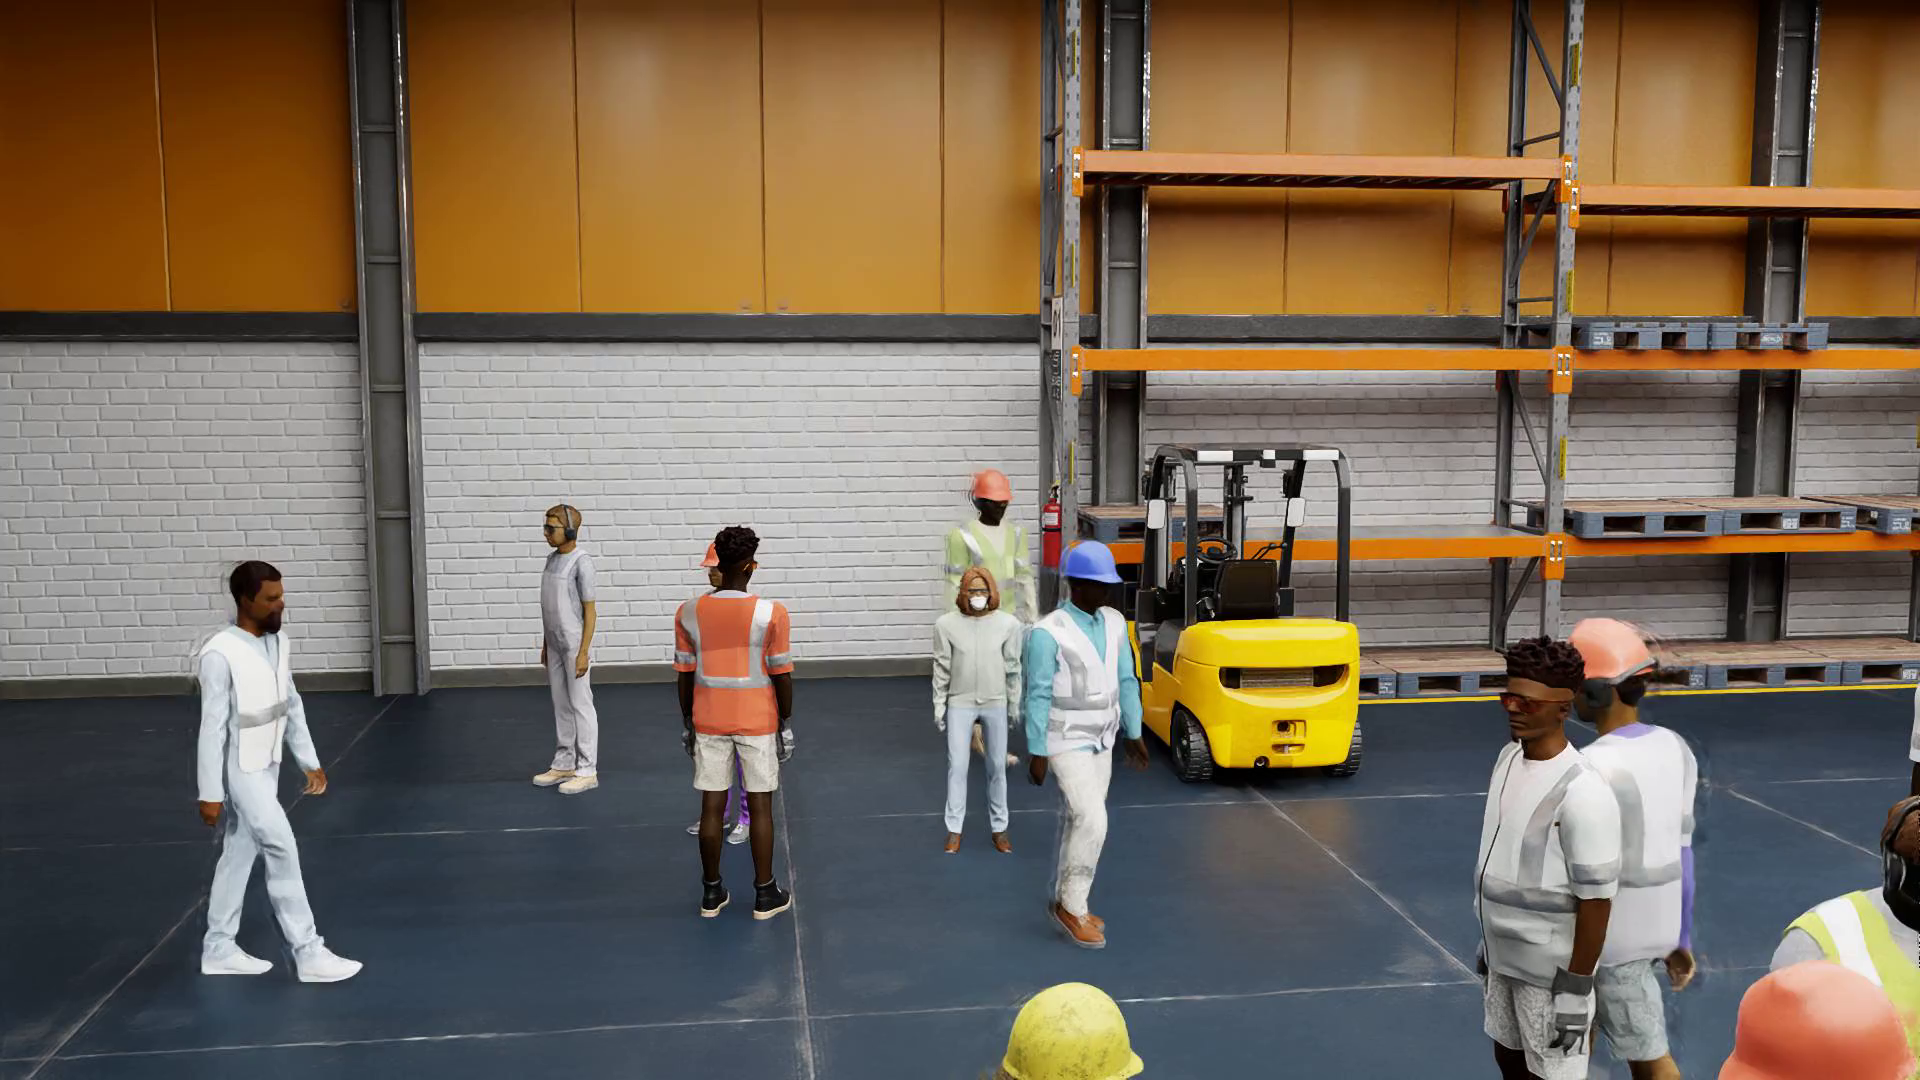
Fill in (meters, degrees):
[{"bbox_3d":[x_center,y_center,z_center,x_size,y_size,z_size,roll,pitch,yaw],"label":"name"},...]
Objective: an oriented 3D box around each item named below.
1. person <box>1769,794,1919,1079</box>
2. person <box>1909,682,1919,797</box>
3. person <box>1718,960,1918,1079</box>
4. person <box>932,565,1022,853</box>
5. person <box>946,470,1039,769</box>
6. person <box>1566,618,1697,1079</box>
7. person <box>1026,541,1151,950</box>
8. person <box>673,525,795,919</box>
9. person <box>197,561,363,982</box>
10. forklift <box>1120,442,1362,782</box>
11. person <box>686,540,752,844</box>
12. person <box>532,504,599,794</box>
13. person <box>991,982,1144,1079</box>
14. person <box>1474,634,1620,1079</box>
[{"bbox_3d":[2.155,1.475,3.769,0.627,1.843,0.429,0,7,-1],"label":"person"},{"bbox_3d":[3.938,1.120,6.336,0.606,1.966,0.367,1,7,8],"label":"person"},{"bbox_3d":[1.398,1.581,2.722,1.038,1.870,0.556,-3,7,-26],"label":"person"},{"bbox_3d":[0.097,0.948,9.330,0.502,1.627,0.272,0,7,-2],"label":"person"},{"bbox_3d":[0.284,0.538,11.264,0.612,2.012,0.891,-5,8,-36],"label":"person"},{"bbox_3d":[2.055,1.237,5.268,0.630,1.981,1.096,-6,9,-41],"label":"person"},{"bbox_3d":[0.626,0.962,7.906,0.612,1.926,0.616,6,9,41],"label":"person"},{"bbox_3d":[-1.106,0.901,8.254,0.608,1.965,0.365,1,7,10],"label":"person"},{"bbox_3d":[-3.025,1.033,7.407,0.891,1.882,0.609,0,7,2],"label":"person"},{"bbox_3d":[1.912,0.418,11.496,1.214,2.155,2.313,-1,7,-8],"label":"forklift"},{"bbox_3d":[-1.349,0.853,9.580,0.563,1.755,0.323,5,8,39],"label":"person"},{"bbox_3d":[-2.519,0.688,10.646,0.508,1.846,0.345,6,9,44],"label":"person"},{"bbox_3d":[0.165,1.623,2.943,0.391,1.726,0.512,-5,8,-35],"label":"person"},{"bbox_3d":[1.756,1.261,5.096,0.361,1.965,0.613,-1,7,-8],"label":"person"}]
